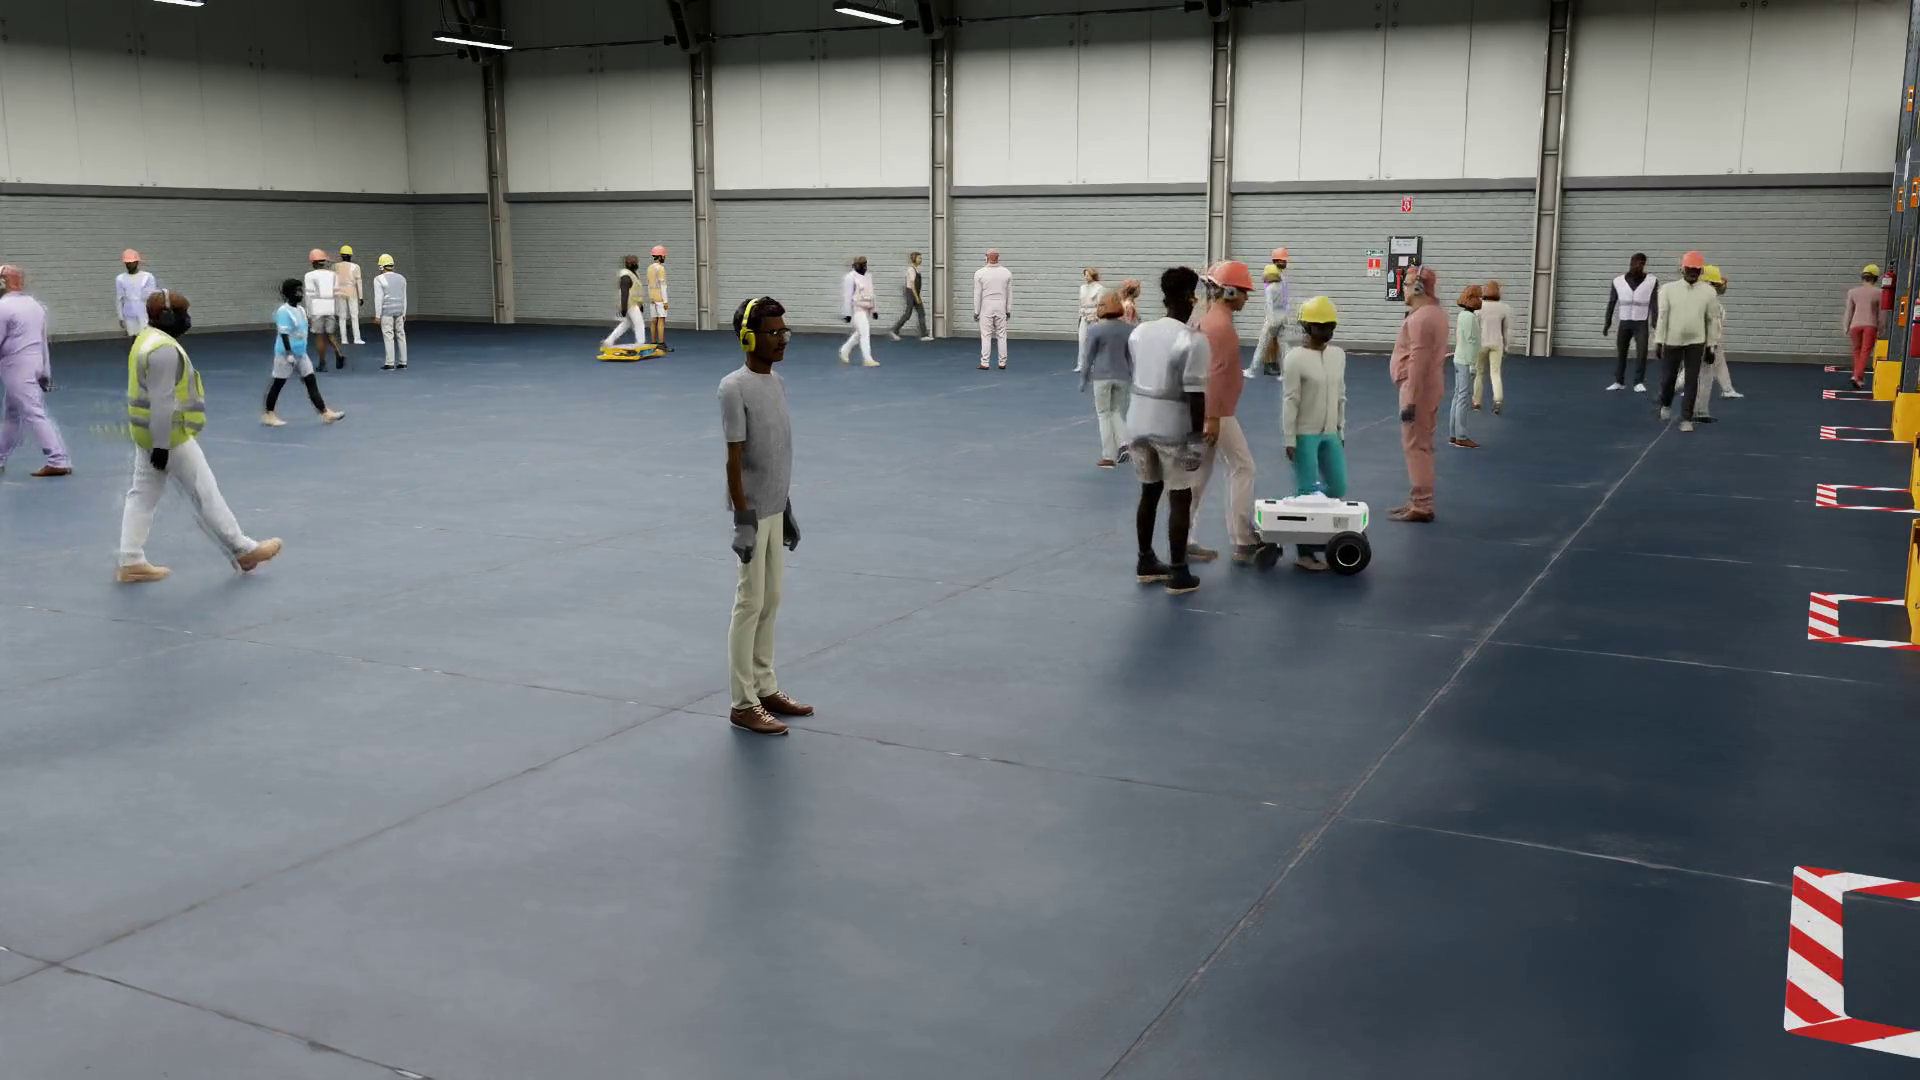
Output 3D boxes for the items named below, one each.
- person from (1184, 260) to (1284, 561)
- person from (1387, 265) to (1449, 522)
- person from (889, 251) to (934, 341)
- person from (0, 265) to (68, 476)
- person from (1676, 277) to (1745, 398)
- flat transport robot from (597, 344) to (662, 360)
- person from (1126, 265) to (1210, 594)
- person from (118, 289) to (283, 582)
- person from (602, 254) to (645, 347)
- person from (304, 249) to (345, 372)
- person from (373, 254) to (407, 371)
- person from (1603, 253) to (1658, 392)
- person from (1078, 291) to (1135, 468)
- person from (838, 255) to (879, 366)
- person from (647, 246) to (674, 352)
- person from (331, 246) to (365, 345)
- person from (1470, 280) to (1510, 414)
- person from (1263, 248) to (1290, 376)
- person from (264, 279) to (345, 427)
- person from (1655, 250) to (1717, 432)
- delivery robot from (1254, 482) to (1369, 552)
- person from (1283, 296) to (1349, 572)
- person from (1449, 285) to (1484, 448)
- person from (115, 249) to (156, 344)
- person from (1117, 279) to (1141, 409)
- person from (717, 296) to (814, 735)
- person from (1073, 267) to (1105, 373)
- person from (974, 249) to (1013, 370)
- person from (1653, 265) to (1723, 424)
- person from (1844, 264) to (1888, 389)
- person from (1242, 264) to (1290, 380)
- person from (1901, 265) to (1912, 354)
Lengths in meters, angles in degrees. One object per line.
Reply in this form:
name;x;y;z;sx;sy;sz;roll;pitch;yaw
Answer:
person;1.782;-0.828;10.852;0.852;1.958;0.632;0;10;-3
person;3.413;-1.090;12.445;0.401;1.905;0.650;5;12;26
person;-0.996;-4.903;33.521;0.885;1.816;0.508;4;11;20
person;-8.409;-1.479;14.686;0.982;1.855;0.660;0;10;-3
person;9.840;-2.655;21.838;0.874;1.592;0.541;6;12;31
flat transport robot;-5.698;-3.255;28.713;0.652;0.197;1.431;2;11;9
person;1.273;-0.657;9.964;0.472;1.954;0.611;-10;14;-42
person;-4.809;-0.647;10.331;0.980;1.787;0.652;-7;13;-35
person;-5.927;-4.169;29.534;0.888;1.807;0.618;-1;10;-3
person;-9.929;-3.569;25.940;0.492;1.924;0.551;7;13;35
person;-8.989;-3.579;26.215;0.404;1.834;0.591;6;12;32
person;9.177;-2.954;22.707;0.721;1.881;0.738;5;12;26
person;1.350;-1.466;15.274;0.504;1.620;0.353;-5;12;-27
person;-1.675;-3.762;27.282;0.852;1.812;0.623;6;12;30
person;-5.500;-4.407;30.447;0.358;1.938;0.542;-9;13;-39
person;-11.968;-4.784;32.529;0.592;1.925;0.385;0;10;1
person;6.387;-2.326;20.028;0.510;1.599;0.806;0;10;1
person;4.853;-3.485;25.413;0.361;1.939;0.543;8;13;37
person;-7.396;-2.078;18.525;0.895;1.639;0.546;1;10;7
person;7.944;-2.190;18.250;0.623;1.971;0.666;3;11;15
delivery robot;2.247;-0.133;10.659;0.707;0.478;0.477;2;11;10
person;2.252;-0.679;10.621;0.539;1.749;0.417;-7;12;-32
person;5.136;-1.756;16.817;0.279;1.634;0.499;1;10;4
person;-12.269;-3.367;24.807;0.576;1.924;0.415;-2;11;-9
person;2.120;-2.378;20.318;0.855;1.595;0.516;-1;10;-4
person;-0.844;-0.109;7.193;0.328;1.872;0.513;3;11;17
person;2.027;-3.415;25.878;0.360;1.636;0.531;-10;14;-43
person;0.511;-3.655;26.431;0.643;1.909;0.410;-3;11;-18
person;8.276;-2.194;18.774;0.623;1.800;0.599;0;10;-1
person;12.630;-2.980;23.228;0.790;1.739;0.531;-10;14;-43
person;4.572;-3.210;24.567;0.865;1.693;0.491;8;13;38
person;13.255;-2.996;22.970;0.620;1.852;0.544;1;10;6
